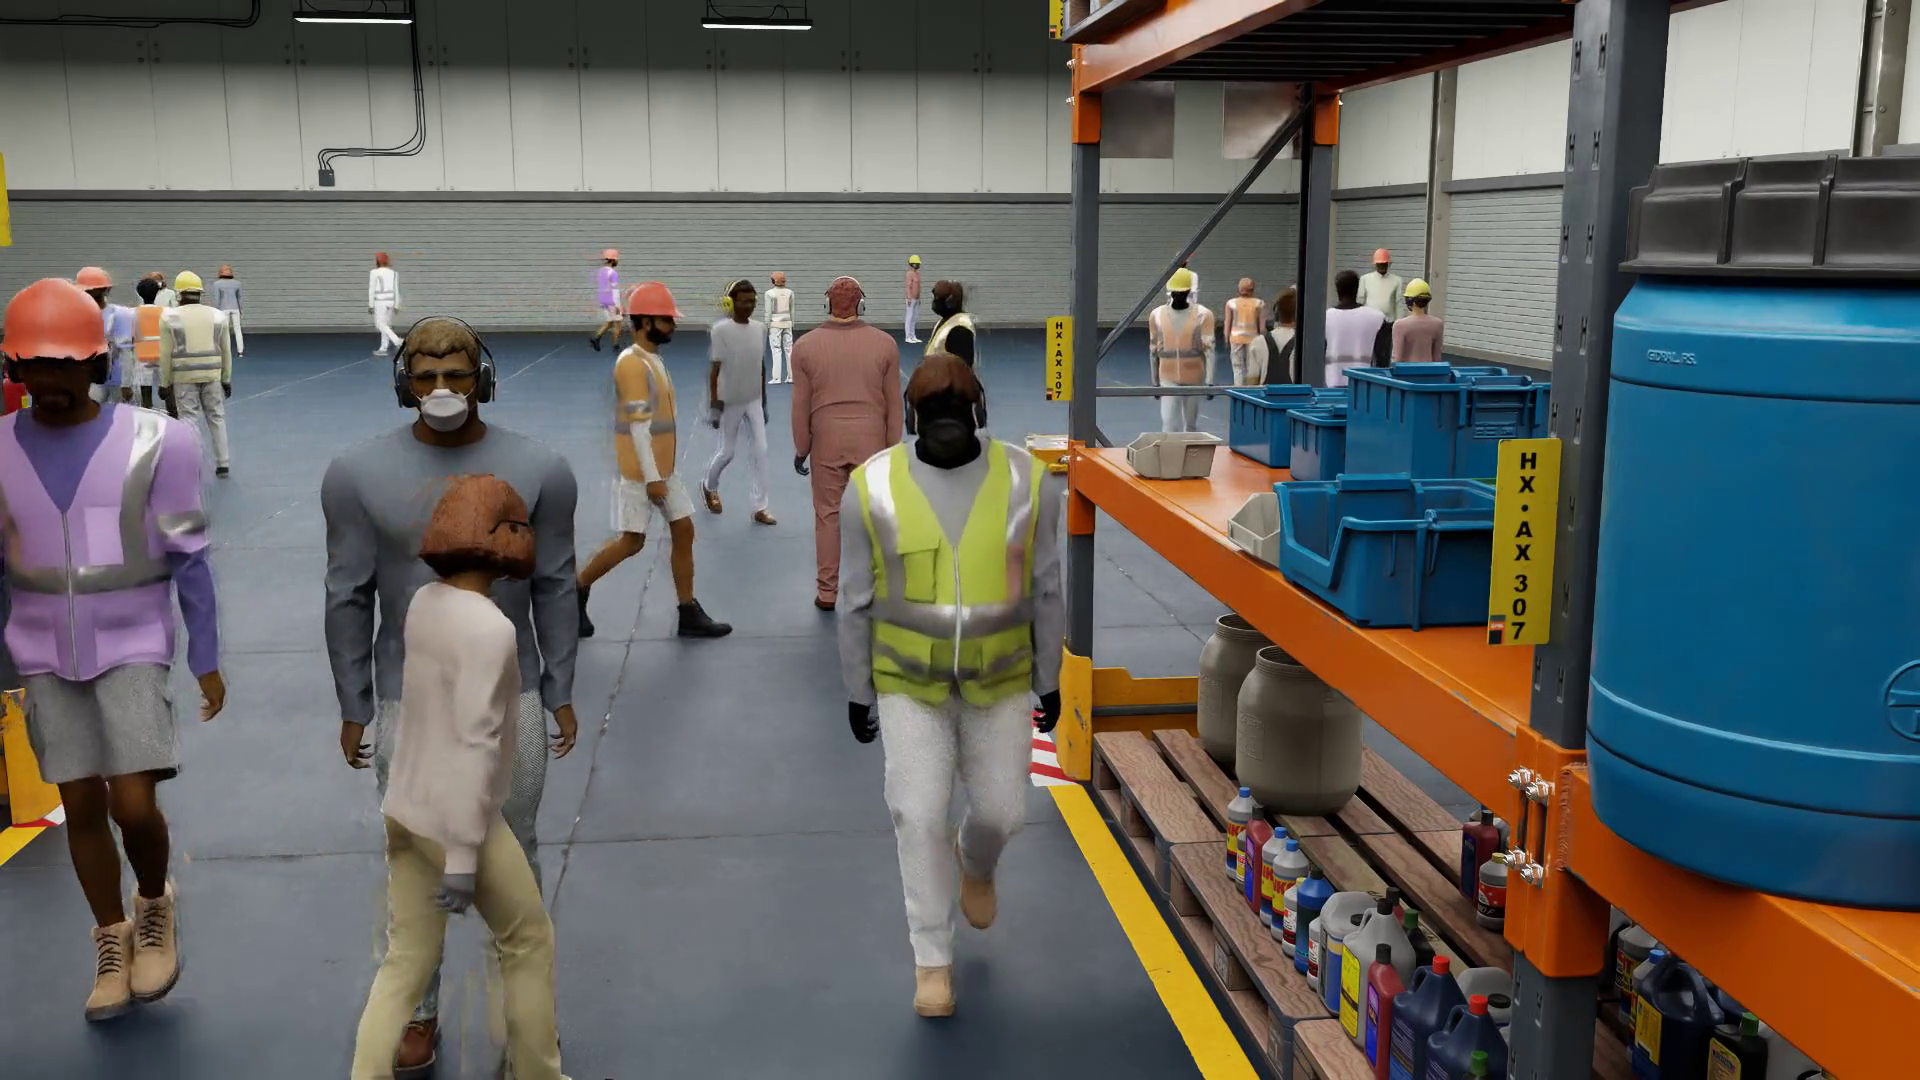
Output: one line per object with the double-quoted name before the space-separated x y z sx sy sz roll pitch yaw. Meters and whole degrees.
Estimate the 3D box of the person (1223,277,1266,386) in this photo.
"person" 3.563 -2.473 20.880 0.516 1.625 0.375 0 10 2

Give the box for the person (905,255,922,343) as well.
"person" -0.925 -4.859 33.564 0.330 1.768 0.526 4 11 22

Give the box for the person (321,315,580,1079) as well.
"person" -1.278 0.400 4.260 0.632 1.940 0.372 -4 11 -19

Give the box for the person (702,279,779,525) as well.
"person" -1.684 -1.050 12.539 0.527 1.832 0.881 -7 13 -36

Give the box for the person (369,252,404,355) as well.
"person" -10.273 -4.215 29.770 0.720 1.868 0.584 5 11 26

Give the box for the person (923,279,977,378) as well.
"person" -0.018 -1.102 12.827 0.788 1.821 0.630 -1 10 -5

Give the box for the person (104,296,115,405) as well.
"person" -10.645 -2.455 20.464 0.362 1.727 0.514 0 10 -2

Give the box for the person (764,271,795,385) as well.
"person" -2.613 -3.069 24.099 0.522 1.638 0.311 -9 14 -41

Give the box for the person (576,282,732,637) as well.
"person" -1.714 -0.406 8.787 0.886 1.907 0.544 2 10 9

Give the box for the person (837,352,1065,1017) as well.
"person" -0.030 0.377 4.694 0.640 1.821 0.584 -1 10 -4

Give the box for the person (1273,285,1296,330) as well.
"person" 3.817 -2.110 18.978 0.526 1.590 0.897 -1 10 -8

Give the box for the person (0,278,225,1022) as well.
"person" -2.338 0.321 4.458 0.643 2.020 0.460 -2 11 -11

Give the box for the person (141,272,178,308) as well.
"person" -11.957 -3.213 24.957 0.511 1.605 0.692 -10 14 -44

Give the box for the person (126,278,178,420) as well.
"person" -8.509 -1.906 17.568 0.536 1.696 0.318 -5 11 -24

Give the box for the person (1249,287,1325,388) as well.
"person" 2.099 -0.742 10.886 0.517 1.817 0.873 6 12 30

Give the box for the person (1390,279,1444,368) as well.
"person" 3.964 -1.388 14.535 0.526 1.768 0.315 -4 11 -22

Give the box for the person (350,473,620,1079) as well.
"person" -1.110 0.646 3.823 0.756 1.594 0.514 -9 14 -42

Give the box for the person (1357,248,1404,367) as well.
"person" 5.829 -3.057 23.100 0.645 1.972 0.514 1 10 5

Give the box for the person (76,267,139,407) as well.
"person" -7.354 -1.432 14.476 0.541 1.893 0.963 2 11 12

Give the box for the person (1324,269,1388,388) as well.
"person" 3.136 -1.243 13.446 0.605 1.878 0.957 3 11 16

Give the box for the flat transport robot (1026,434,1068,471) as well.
"flat transport robot" 0.949 -0.822 15.532 0.652 0.197 1.431 0 10 1

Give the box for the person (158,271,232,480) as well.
"person" -6.716 -1.430 14.618 0.608 1.826 0.403 -10 14 -44

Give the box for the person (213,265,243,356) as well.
"person" -13.026 -4.076 29.631 0.507 1.632 0.272 -10 14 -43

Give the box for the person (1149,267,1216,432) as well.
"person" 1.948 -1.442 14.550 0.608 1.876 0.989 3 11 16

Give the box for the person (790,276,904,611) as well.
"person" -0.641 -0.542 9.512 0.639 1.910 0.407 -1 10 -4

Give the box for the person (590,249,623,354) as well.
"person" -6.365 -4.307 30.119 0.601 1.917 0.556 -9 14 -41

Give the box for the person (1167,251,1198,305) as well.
"person" 3.787 -3.977 28.379 0.541 1.900 0.919 2 10 8
